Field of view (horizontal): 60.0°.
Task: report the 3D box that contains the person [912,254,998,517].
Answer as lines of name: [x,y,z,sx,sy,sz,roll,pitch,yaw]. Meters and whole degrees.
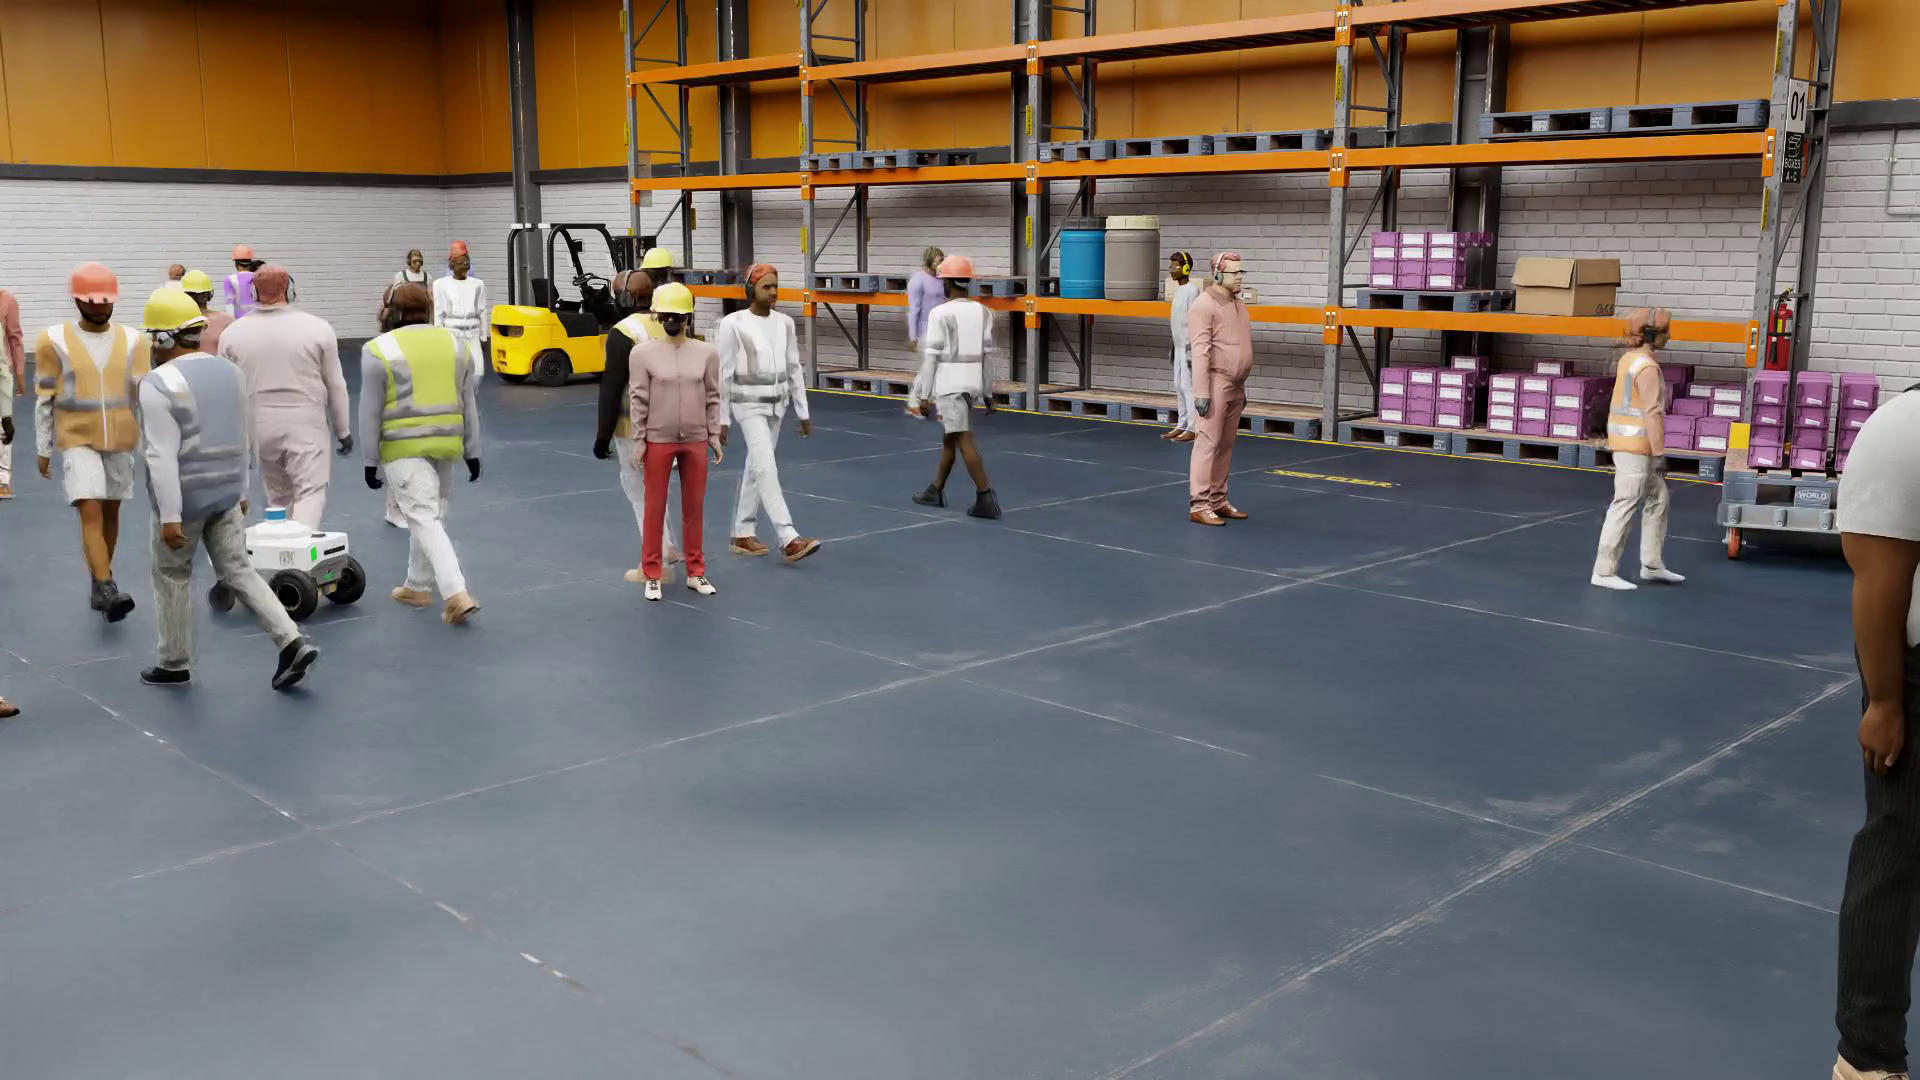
person: [-0.022,-1.121,12.091,0.558,1.890,0.977,-9,14,-41]

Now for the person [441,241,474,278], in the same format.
person: [-7.720,-3.650,25.726,0.553,1.935,0.364,2,11,11]

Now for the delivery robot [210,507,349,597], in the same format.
delivery robot: [-3.677,0.068,8.973,0.707,0.478,0.477,3,11,15]

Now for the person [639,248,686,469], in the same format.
person: [-2.531,-1.542,14.289,0.446,1.913,0.616,2,11,11]

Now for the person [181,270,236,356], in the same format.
person: [-5.715,-1.155,12.595,0.532,1.765,0.328,-4,11,-20]

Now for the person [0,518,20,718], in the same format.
person: [-4.303,-0.179,6.924,0.578,1.890,0.670,4,11,19]

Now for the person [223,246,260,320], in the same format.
person: [-8.739,-2.643,20.373,0.561,1.883,0.953,-9,13,-39]

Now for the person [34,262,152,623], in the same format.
person: [-4.486,-0.503,8.733,0.561,1.874,1.016,-9,14,-41]

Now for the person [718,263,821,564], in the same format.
person: [-1.134,-0.771,10.276,0.924,1.841,0.606,8,13,39]

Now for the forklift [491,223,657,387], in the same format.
forklift: [-5.316,-3.263,22.920,2.313,2.155,1.214,-10,14,-44]

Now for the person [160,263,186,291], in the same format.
person: [-11.511,-3.255,24.475,0.523,1.614,0.750,-1,10,-4]

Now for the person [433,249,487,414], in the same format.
person: [-5.406,-2.204,18.026,0.587,1.875,0.455,-7,12,-32]

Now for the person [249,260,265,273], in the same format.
person: [-9.234,-2.843,21.988,0.535,1.697,0.318,7,12,32]

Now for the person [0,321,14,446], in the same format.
person: [-5.875,-0.712,9.662,0.642,1.946,0.971,-5,12,-26]

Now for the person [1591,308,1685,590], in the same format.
person: [3.944,-0.501,9.437,0.664,1.611,0.538,2,11,12]

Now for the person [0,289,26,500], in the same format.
person: [-7.564,-1.308,12.842,0.633,1.978,0.667,-9,13,-39]

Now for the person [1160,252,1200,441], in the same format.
person: [2.199,-1.900,16.413,0.320,1.861,0.515,-2,11,-13]

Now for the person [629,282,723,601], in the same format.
person: [-1.573,-0.547,9.285,0.526,1.765,0.330,-5,12,-26]

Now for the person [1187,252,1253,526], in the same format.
person: [1.851,-1.061,11.698,0.403,1.906,0.651,7,13,35]

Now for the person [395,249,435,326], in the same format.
person: [-7.560,-3.117,23.114,0.520,1.828,0.457,-6,12,-29]

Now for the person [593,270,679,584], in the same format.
person: [-1.873,-0.644,9.666,0.471,1.826,0.632,3,11,17]

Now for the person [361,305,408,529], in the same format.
person: [-3.758,-0.820,11.245,0.851,1.594,0.513,9,14,41]

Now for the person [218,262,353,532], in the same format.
person: [-3.782,-0.614,9.341,0.634,1.876,0.917,-1,10,-4]

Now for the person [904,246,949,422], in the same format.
person: [-0.305,-2.237,18.114,0.840,1.911,0.647,7,12,33]

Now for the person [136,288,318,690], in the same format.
person: [-3.298,-0.203,7.314,0.839,1.801,0.597,4,11,19]

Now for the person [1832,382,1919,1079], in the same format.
person: [2.350,0.329,3.747,0.681,2.000,0.538,-3,11,-16]

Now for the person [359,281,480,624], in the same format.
person: [-2.835,-0.470,8.803,0.949,1.798,0.629,9,13,39]
